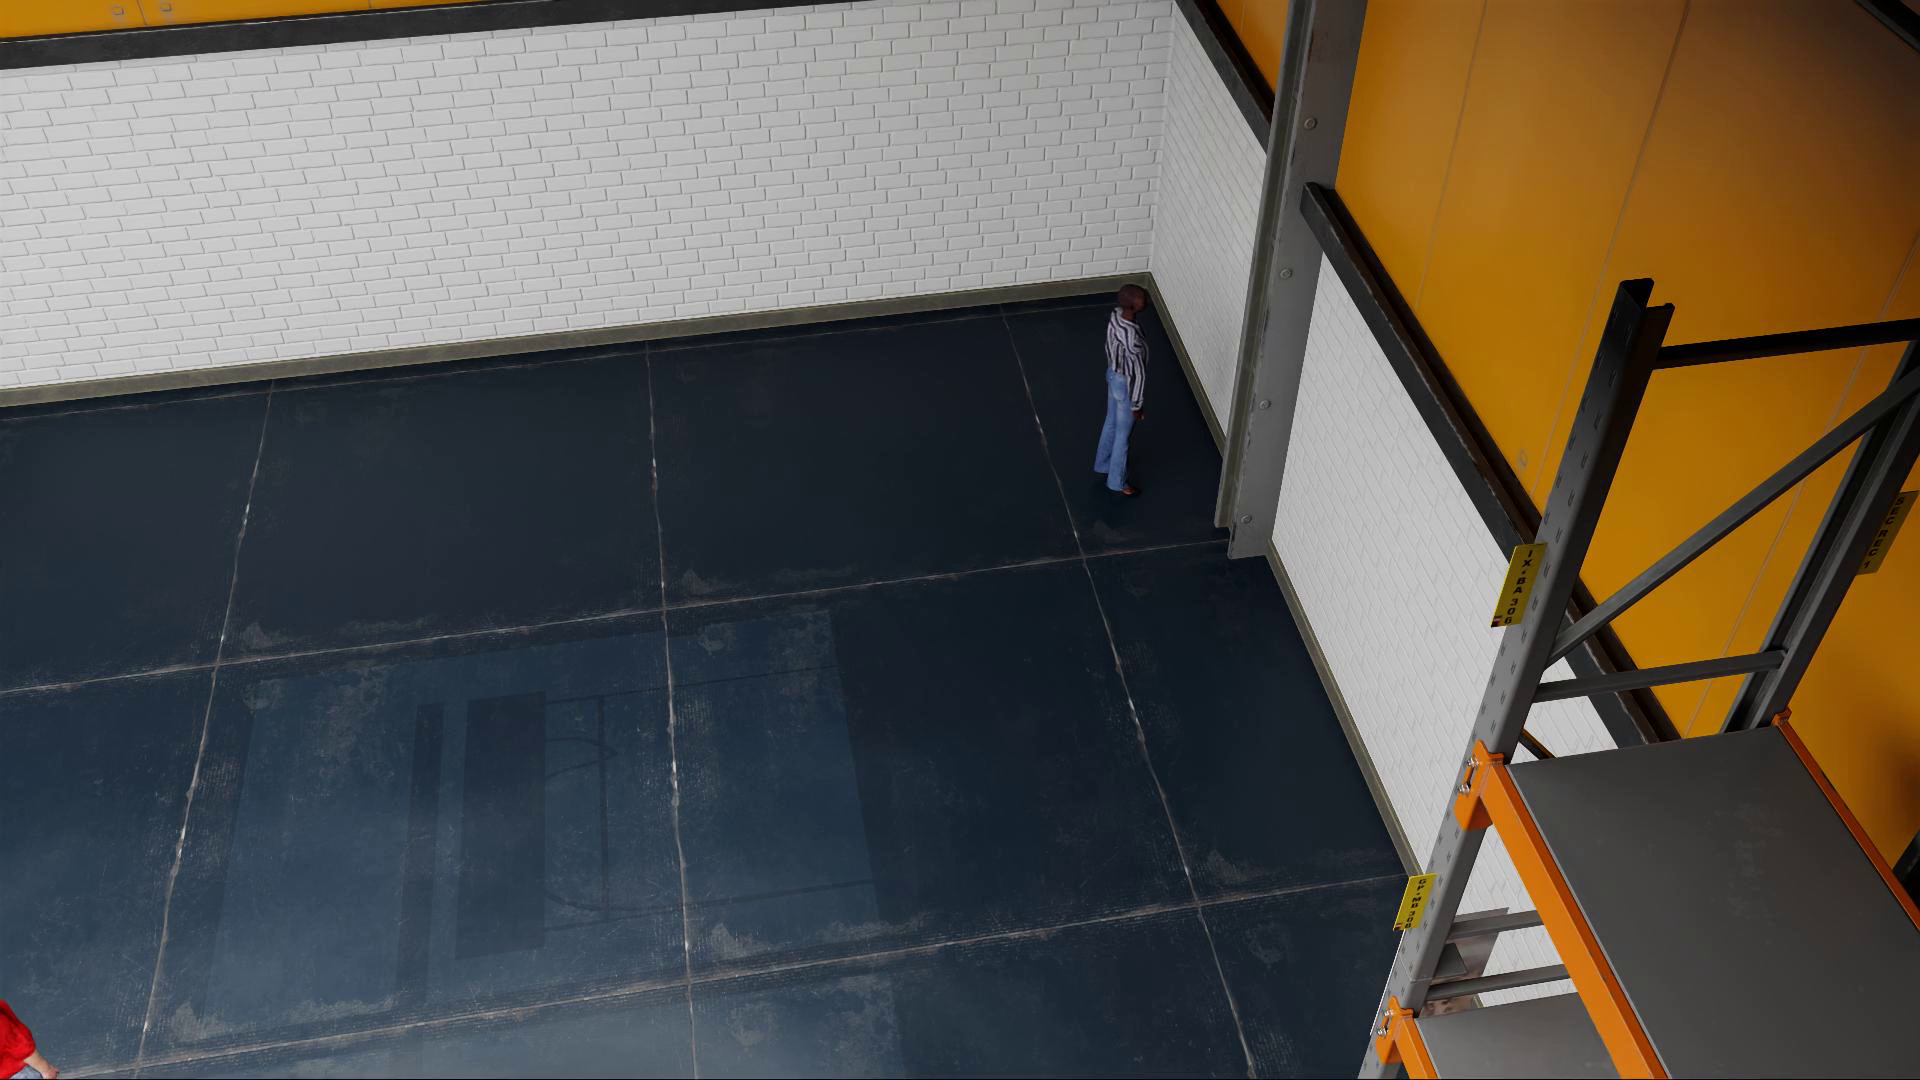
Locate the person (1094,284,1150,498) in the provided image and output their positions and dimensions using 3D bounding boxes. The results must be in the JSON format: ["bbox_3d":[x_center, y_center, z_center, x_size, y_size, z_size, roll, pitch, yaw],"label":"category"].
[{"bbox_3d":[1.175,-1.082,11.946,0.696,1.796,0.482,-11,45,-11],"label":"person"}]
